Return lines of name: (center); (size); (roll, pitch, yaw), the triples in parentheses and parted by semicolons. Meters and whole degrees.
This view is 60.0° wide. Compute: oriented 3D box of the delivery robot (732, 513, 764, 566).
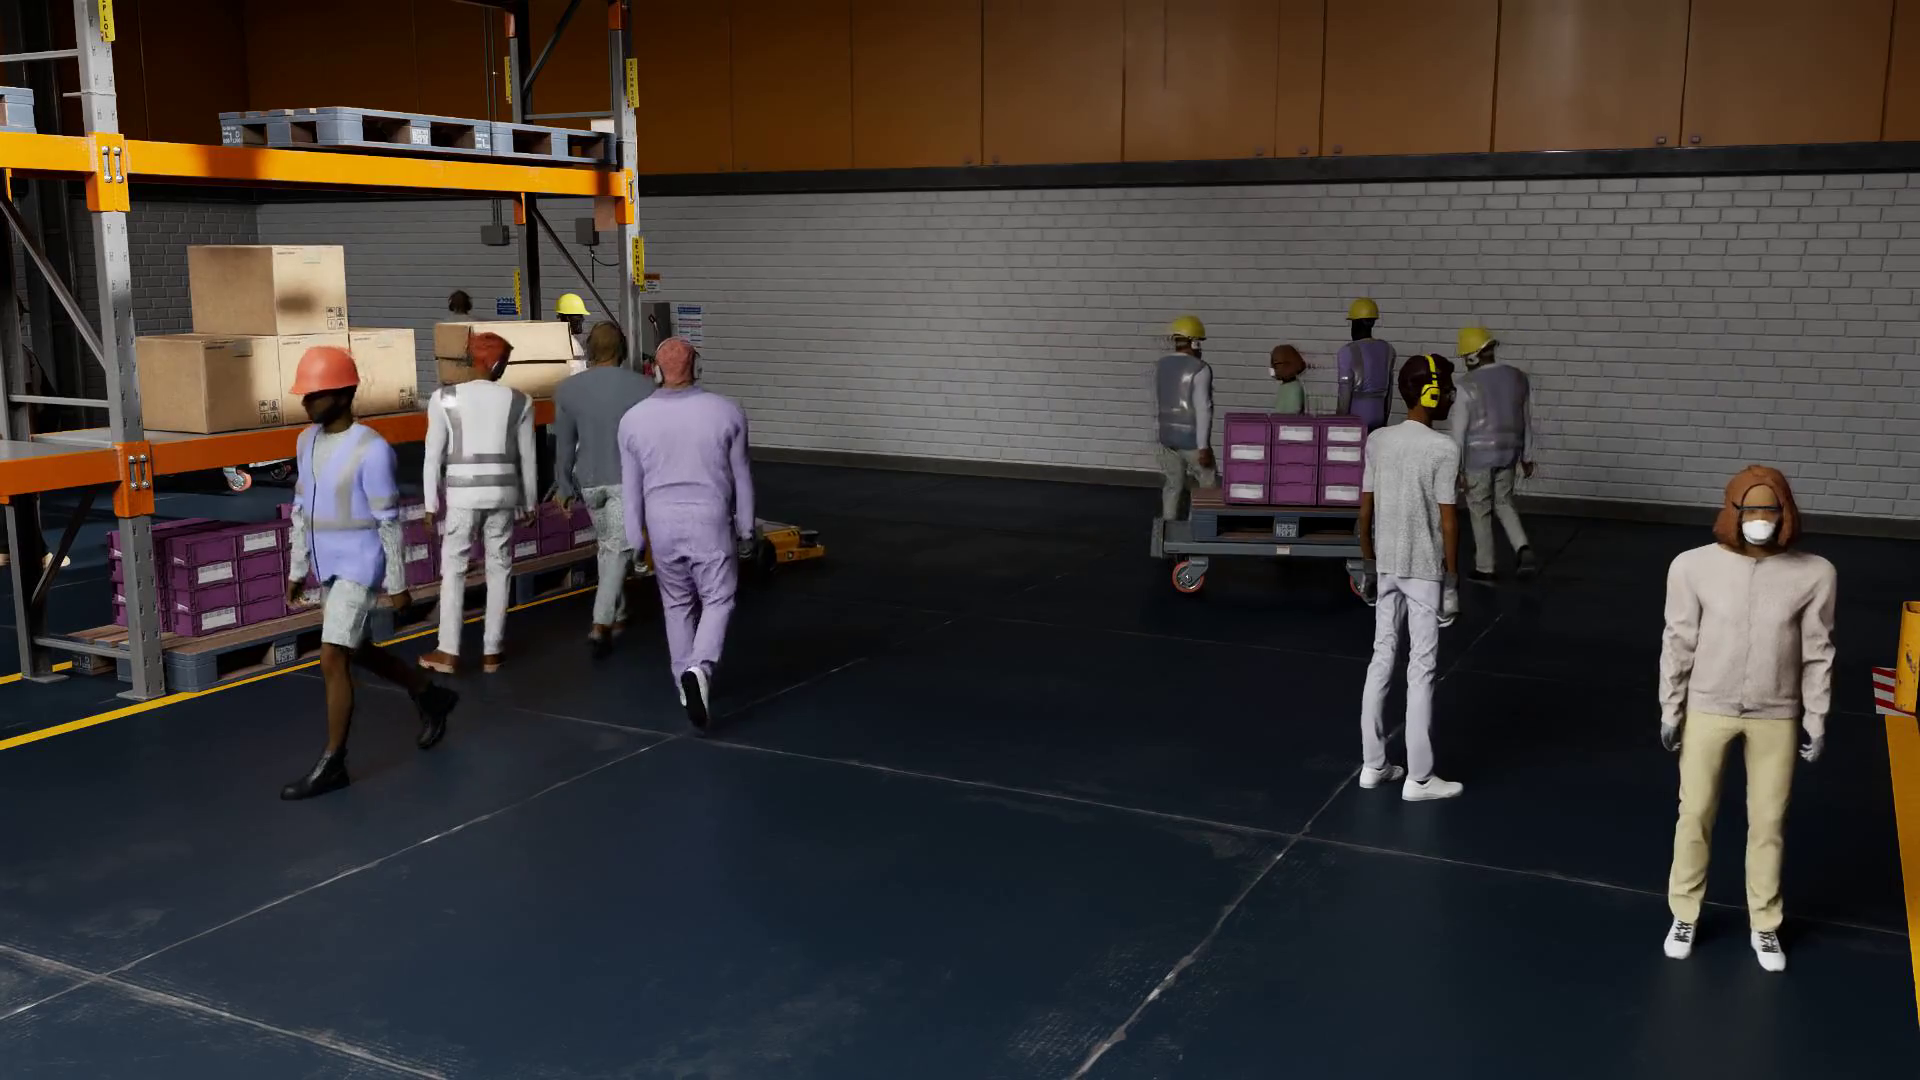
delivery robot: (-1.611, -0.004, 11.422); (0.477, 0.478, 0.707); (2, 10, 13)

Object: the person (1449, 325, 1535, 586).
person: (3.617, -0.550, 11.273); (0.656, 1.789, 0.571); (-3, 10, -16)

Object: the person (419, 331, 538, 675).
person: (-2.614, -0.198, 9.085); (0.642, 1.845, 0.440); (-4, 11, -23)

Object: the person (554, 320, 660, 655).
person: (-2.029, -0.310, 9.606); (0.631, 1.905, 0.961); (2, 10, 11)

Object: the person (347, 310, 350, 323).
person: (-5.903, -1.356, 15.891); (0.625, 1.818, 0.447); (-2, 10, -13)

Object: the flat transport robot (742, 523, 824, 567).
flat transport robot: (-1.739, -0.018, 12.599); (1.431, 0.197, 0.652); (10, 14, 44)

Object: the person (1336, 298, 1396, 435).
person: (3.182, -0.954, 13.226); (0.594, 1.926, 0.367); (-6, 12, -33)

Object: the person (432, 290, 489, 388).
person: (-5.278, -1.716, 17.740); (0.632, 1.902, 0.985); (-2, 10, -9)

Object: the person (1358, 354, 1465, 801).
person: (1.897, 0.156, 6.986); (0.327, 1.865, 0.514); (-7, 12, -34)

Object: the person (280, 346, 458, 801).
person: (-2.575, 0.101, 7.202); (0.533, 1.909, 0.904); (7, 12, 37)

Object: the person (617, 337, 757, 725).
person: (-1.324, -0.044, 8.081); (0.645, 1.882, 0.737); (0, 10, 3)

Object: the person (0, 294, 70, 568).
person: (-6.825, -0.810, 12.066); (0.683, 2.000, 0.537); (6, 12, 33)

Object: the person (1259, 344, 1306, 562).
person: (2.424, -0.632, 12.261); (0.385, 1.617, 0.503); (0, 10, 1)

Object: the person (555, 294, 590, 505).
person: (-3.396, -1.182, 14.546); (0.369, 1.925, 0.594); (-5, 11, -25)

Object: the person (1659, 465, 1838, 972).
person: (2.490, 0.567, 5.301); (0.505, 1.626, 0.283); (3, 10, 17)

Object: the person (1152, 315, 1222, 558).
person: (1.708, -0.760, 12.418); (0.483, 1.813, 0.615); (-7, 12, -33)
